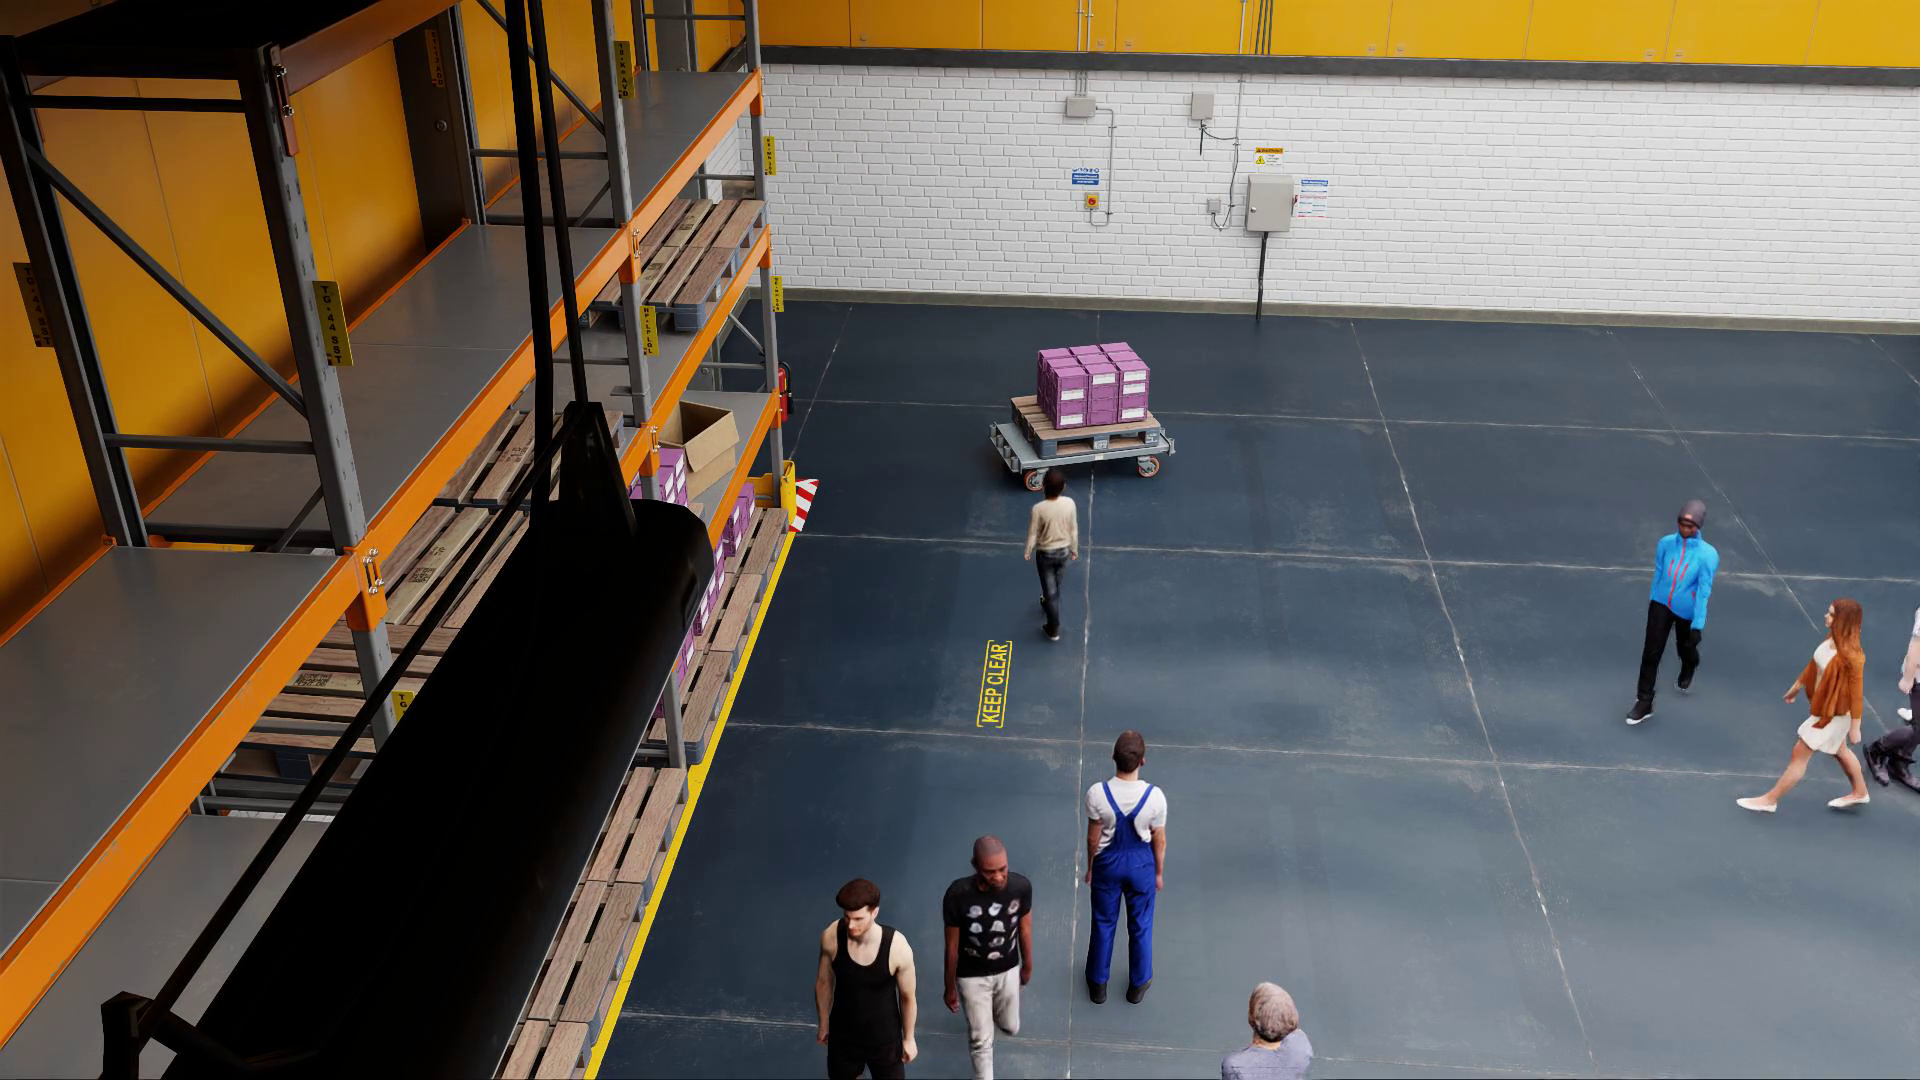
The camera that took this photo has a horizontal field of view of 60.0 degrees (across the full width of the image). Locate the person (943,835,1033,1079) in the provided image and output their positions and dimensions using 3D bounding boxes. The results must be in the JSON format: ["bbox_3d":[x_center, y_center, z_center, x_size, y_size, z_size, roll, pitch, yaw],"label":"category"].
[{"bbox_3d":[0.126,2.277,8.991,0.870,1.786,1.081,-7,29,-13],"label":"person"}]

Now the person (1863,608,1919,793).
[{"bbox_3d":[6.642,0.886,11.505,0.811,1.821,0.854,-13,31,-23],"label":"person"}]

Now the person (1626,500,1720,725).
[{"bbox_3d":[5.339,0.495,12.275,1.070,1.769,1.217,22,36,35],"label":"person"}]

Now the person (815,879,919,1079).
[{"bbox_3d":[-0.475,2.482,8.508,0.717,1.889,0.603,6,29,11],"label":"person"}]

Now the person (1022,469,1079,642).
[{"bbox_3d":[0.769,0.145,13.248,0.777,1.451,0.895,-12,31,-20],"label":"person"}]

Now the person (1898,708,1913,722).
[{"bbox_3d":[7.318,0.563,12.110,0.663,1.809,0.669,-13,31,-23],"label":"person"}]

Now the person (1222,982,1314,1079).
[{"bbox_3d":[1.443,2.907,7.779,1.067,1.840,1.282,-13,31,-23],"label":"person"}]

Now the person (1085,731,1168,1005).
[{"bbox_3d":[0.942,1.902,9.612,0.620,1.851,0.553,3,29,6],"label":"person"}]

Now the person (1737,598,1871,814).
[{"bbox_3d":[5.930,1.165,11.147,0.767,1.675,1.078,5,29,9],"label":"person"}]
